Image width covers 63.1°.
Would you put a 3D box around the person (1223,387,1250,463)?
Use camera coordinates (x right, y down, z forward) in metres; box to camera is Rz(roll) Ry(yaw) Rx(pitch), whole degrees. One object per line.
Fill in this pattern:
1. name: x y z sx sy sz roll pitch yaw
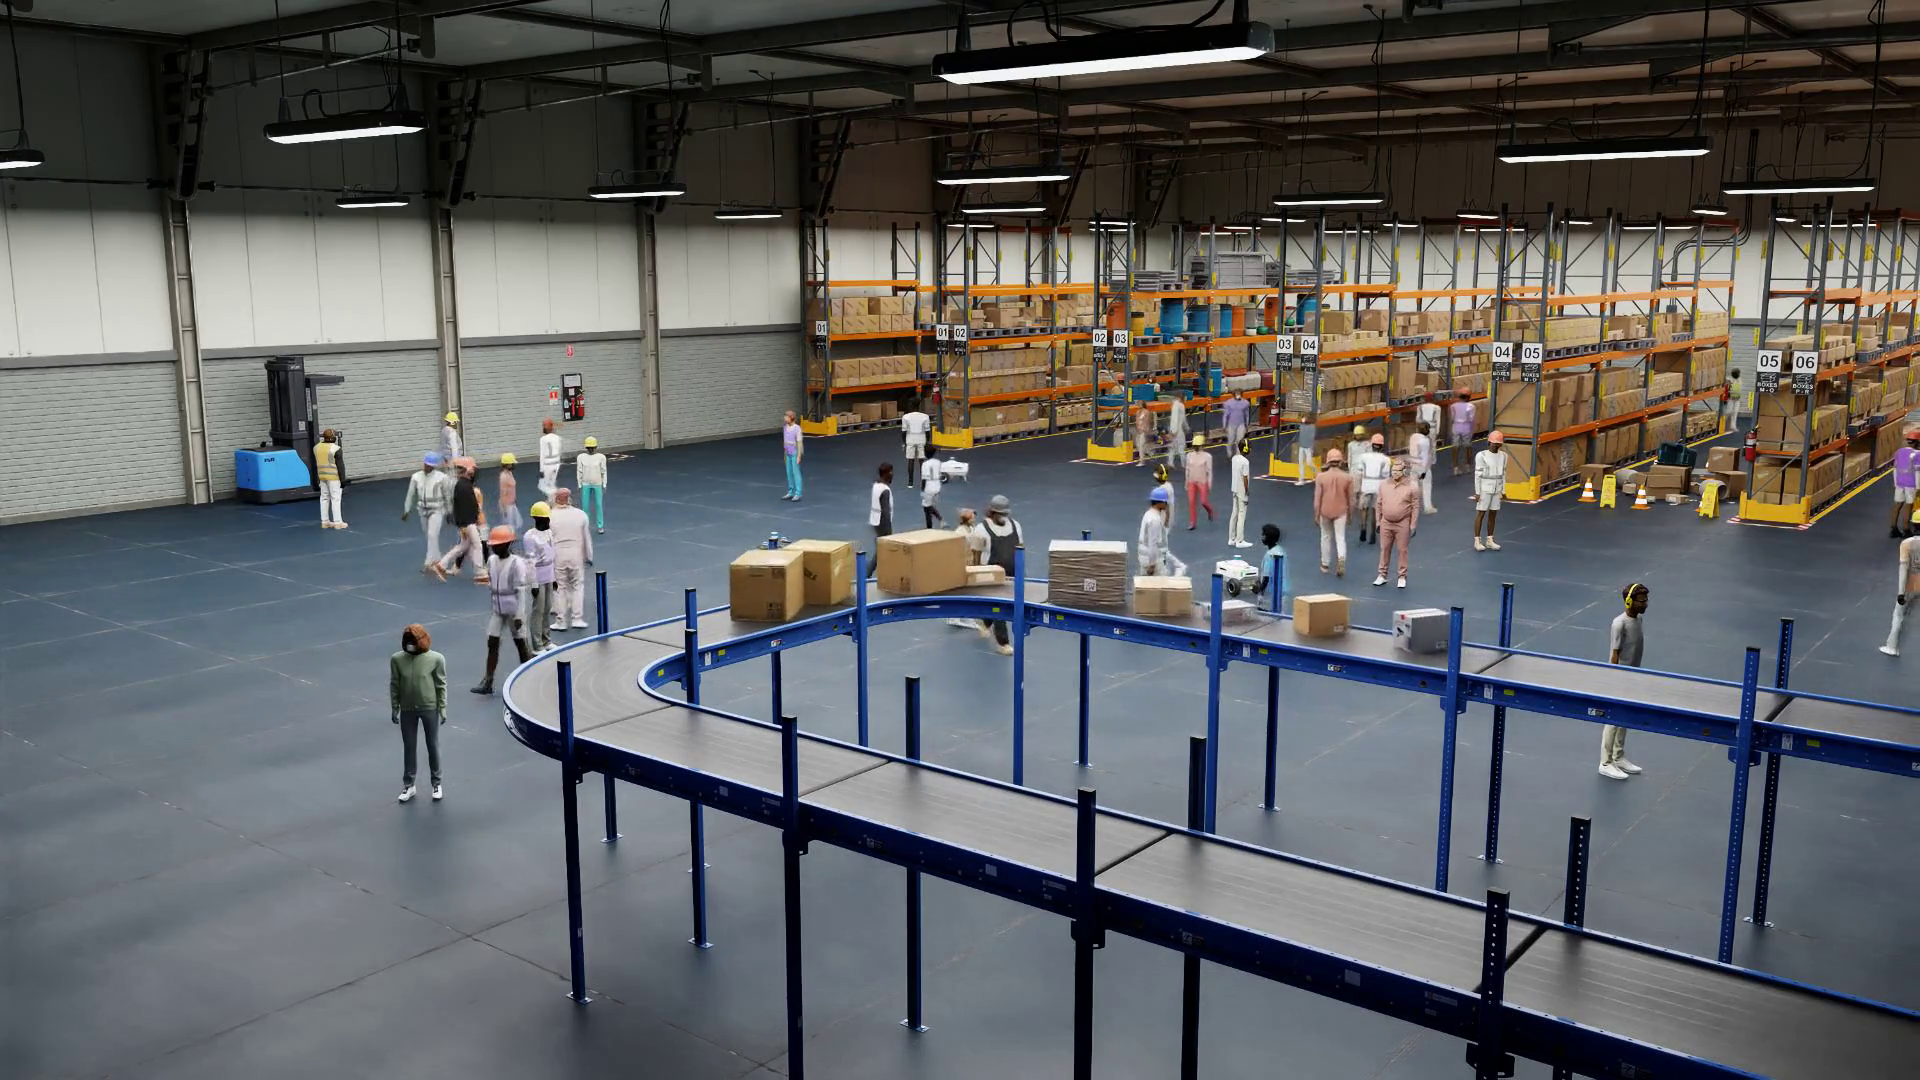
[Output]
1. person: 6.607 -2.735 37.490 0.644 1.917 0.862 0 10 1

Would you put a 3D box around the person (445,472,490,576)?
1. person: -7.607 -0.238 24.104 0.547 1.653 0.843 7 12 36

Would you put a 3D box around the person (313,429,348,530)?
1. person: -11.501 -1.121 28.627 0.629 1.838 0.429 4 11 21

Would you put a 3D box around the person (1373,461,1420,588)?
1. person: 6.532 -0.242 23.457 0.642 1.910 0.401 7 12 33

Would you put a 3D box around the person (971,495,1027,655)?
1. person: 0.440 0.377 19.718 0.686 2.000 0.921 -7 12 -34

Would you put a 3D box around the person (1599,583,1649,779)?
1. person: 6.311 1.319 14.815 0.318 1.865 0.520 10 14 44

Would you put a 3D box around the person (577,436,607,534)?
1. person: -6.597 -0.986 28.056 0.523 1.765 0.333 -1 10 -7

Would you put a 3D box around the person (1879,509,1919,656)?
1. person: 11.703 0.561 19.019 0.601 1.889 0.959 -1 10 -4

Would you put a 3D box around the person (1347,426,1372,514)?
1. person: 7.794 -1.389 30.495 0.495 1.705 0.881 5 11 25

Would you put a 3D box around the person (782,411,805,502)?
1. person: -3.383 -1.715 31.985 0.388 1.830 0.630 -7 12 -35

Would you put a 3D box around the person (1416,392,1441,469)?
1. person: 10.986 -2.560 36.745 0.592 1.828 1.014 6 12 30

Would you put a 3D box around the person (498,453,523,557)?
1. person: -7.388 -0.566 25.699 0.362 1.748 0.557 -1 10 -4

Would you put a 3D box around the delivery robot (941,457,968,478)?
1. delivery robot: -0.174 -1.588 34.697 0.707 0.478 0.477 -1 10 -8

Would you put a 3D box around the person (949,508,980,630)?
1. person: 0.133 0.383 20.735 0.674 1.607 0.540 4 11 20

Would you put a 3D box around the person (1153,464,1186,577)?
1. person: 3.122 -0.245 23.640 0.486 1.848 0.619 -1 10 -3

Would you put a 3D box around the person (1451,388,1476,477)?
1. person: 11.541 -2.477 35.770 0.600 1.999 0.946 8 13 40

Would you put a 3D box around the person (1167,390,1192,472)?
1. person: 5.218 -2.553 36.526 0.838 1.904 0.642 3 10 14

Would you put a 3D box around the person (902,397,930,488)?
1. person: -0.948 -2.102 33.765 0.614 1.962 0.365 0 10 -3

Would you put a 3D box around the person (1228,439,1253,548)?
1. person: 4.828 -0.813 26.820 0.333 1.861 0.496 -4 11 -20

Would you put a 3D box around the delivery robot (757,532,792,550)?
1. delivery robot: -2.975 -0.010 25.081 0.335 0.223 0.698 6 11 29

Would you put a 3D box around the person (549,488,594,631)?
1. person: -5.220 0.258 20.721 0.723 1.889 0.435 -3 11 -17

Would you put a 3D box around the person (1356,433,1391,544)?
1. person: 7.132 -0.882 27.011 0.578 1.923 0.487 4 11 22

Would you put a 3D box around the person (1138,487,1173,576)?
1. person: 2.672 0.249 20.658 0.892 1.907 0.626 0 10 -3

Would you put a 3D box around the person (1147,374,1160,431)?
1. person: 5.556 -3.997 45.365 0.501 1.633 0.279 7 12 34

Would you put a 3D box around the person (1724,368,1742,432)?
1. person: 22.260 -4.049 45.095 0.644 1.832 0.506 -4 11 -23

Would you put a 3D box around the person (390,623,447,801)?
1. person: -4.896 1.546 14.161 0.498 1.633 0.278 -1 10 -5

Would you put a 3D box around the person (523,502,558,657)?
1. person: -5.156 0.478 19.351 0.363 1.927 0.587 2 10 10

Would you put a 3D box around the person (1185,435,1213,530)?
1. person: 4.389 -1.072 28.597 0.523 1.743 0.592 7 12 34

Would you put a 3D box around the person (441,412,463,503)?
1. person: -10.310 -1.681 31.797 0.403 1.824 0.592 -7 12 -35

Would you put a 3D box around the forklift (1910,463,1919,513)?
1. forklift: 19.034 -1.348 28.998 2.313 2.155 1.214 8 13 37

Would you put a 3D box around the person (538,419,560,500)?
1. person: -7.854 -1.388 30.021 0.460 1.867 0.597 3 11 19

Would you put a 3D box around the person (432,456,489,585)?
1. person: -7.522 -0.290 23.625 0.892 1.957 0.604 -3 10 -16

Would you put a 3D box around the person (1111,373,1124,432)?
1. person: 4.266 -3.445 41.386 0.551 1.941 0.342 8 13 39

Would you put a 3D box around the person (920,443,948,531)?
1. person: -0.514 -0.879 27.674 0.392 1.688 0.536 5 11 25

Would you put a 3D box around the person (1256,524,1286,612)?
1. person: 3.754 0.630 19.171 0.605 1.673 0.553 4 11 19

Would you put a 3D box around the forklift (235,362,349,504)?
1. forklift: -13.803 -2.244 32.110 1.129 2.768 1.873 8 13 37

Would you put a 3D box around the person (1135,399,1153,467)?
1. person: 4.405 -2.567 37.354 0.475 1.626 0.519 -4 11 -23

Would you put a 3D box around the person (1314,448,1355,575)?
1. person: 5.835 -0.431 24.353 0.632 1.976 0.830 1 10 4

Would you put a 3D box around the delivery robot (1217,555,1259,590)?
1. delivery robot: 4.099 0.468 23.124 0.477 0.478 0.707 -4 11 -23

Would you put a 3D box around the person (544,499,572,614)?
1. person: -5.550 0.241 21.528 0.415 1.627 0.538 0 10 0

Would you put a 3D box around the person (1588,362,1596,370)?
1. person: 19.511 -4.665 48.303 0.549 1.929 0.391 -3 10 -15

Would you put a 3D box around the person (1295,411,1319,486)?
1. person: 7.580 -2.001 34.144 0.506 1.619 0.521 -7 12 -33

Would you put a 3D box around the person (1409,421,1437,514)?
1. person: 8.861 -1.406 30.274 0.822 1.821 0.627 -3 11 -18

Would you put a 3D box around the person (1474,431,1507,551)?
1. person: 8.982 -0.835 26.438 0.605 2.035 0.392 -3 11 -17

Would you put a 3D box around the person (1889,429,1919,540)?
1. person: 16.737 -0.989 27.587 0.378 1.932 0.551 -2 10 -13

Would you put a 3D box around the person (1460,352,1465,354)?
1. person: 16.122 -5.037 50.231 0.615 1.987 0.407 1 10 6

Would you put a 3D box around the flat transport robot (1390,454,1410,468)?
1. flat transport robot: 10.574 -1.878 37.390 0.652 0.197 1.431 8 13 39

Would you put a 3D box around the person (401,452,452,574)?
1. person: -8.362 -0.416 24.433 0.676 1.899 0.935 2 10 14

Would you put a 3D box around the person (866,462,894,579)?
1. person: -1.143 -0.229 23.435 0.807 1.894 0.605 -2 10 -13

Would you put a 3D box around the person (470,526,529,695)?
1. person: -5.166 0.810 17.531 0.570 1.905 0.875 5 11 25

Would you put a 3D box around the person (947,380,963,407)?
1. person: -0.103 -4.231 46.281 0.927 1.785 0.600 -9 14 -42
